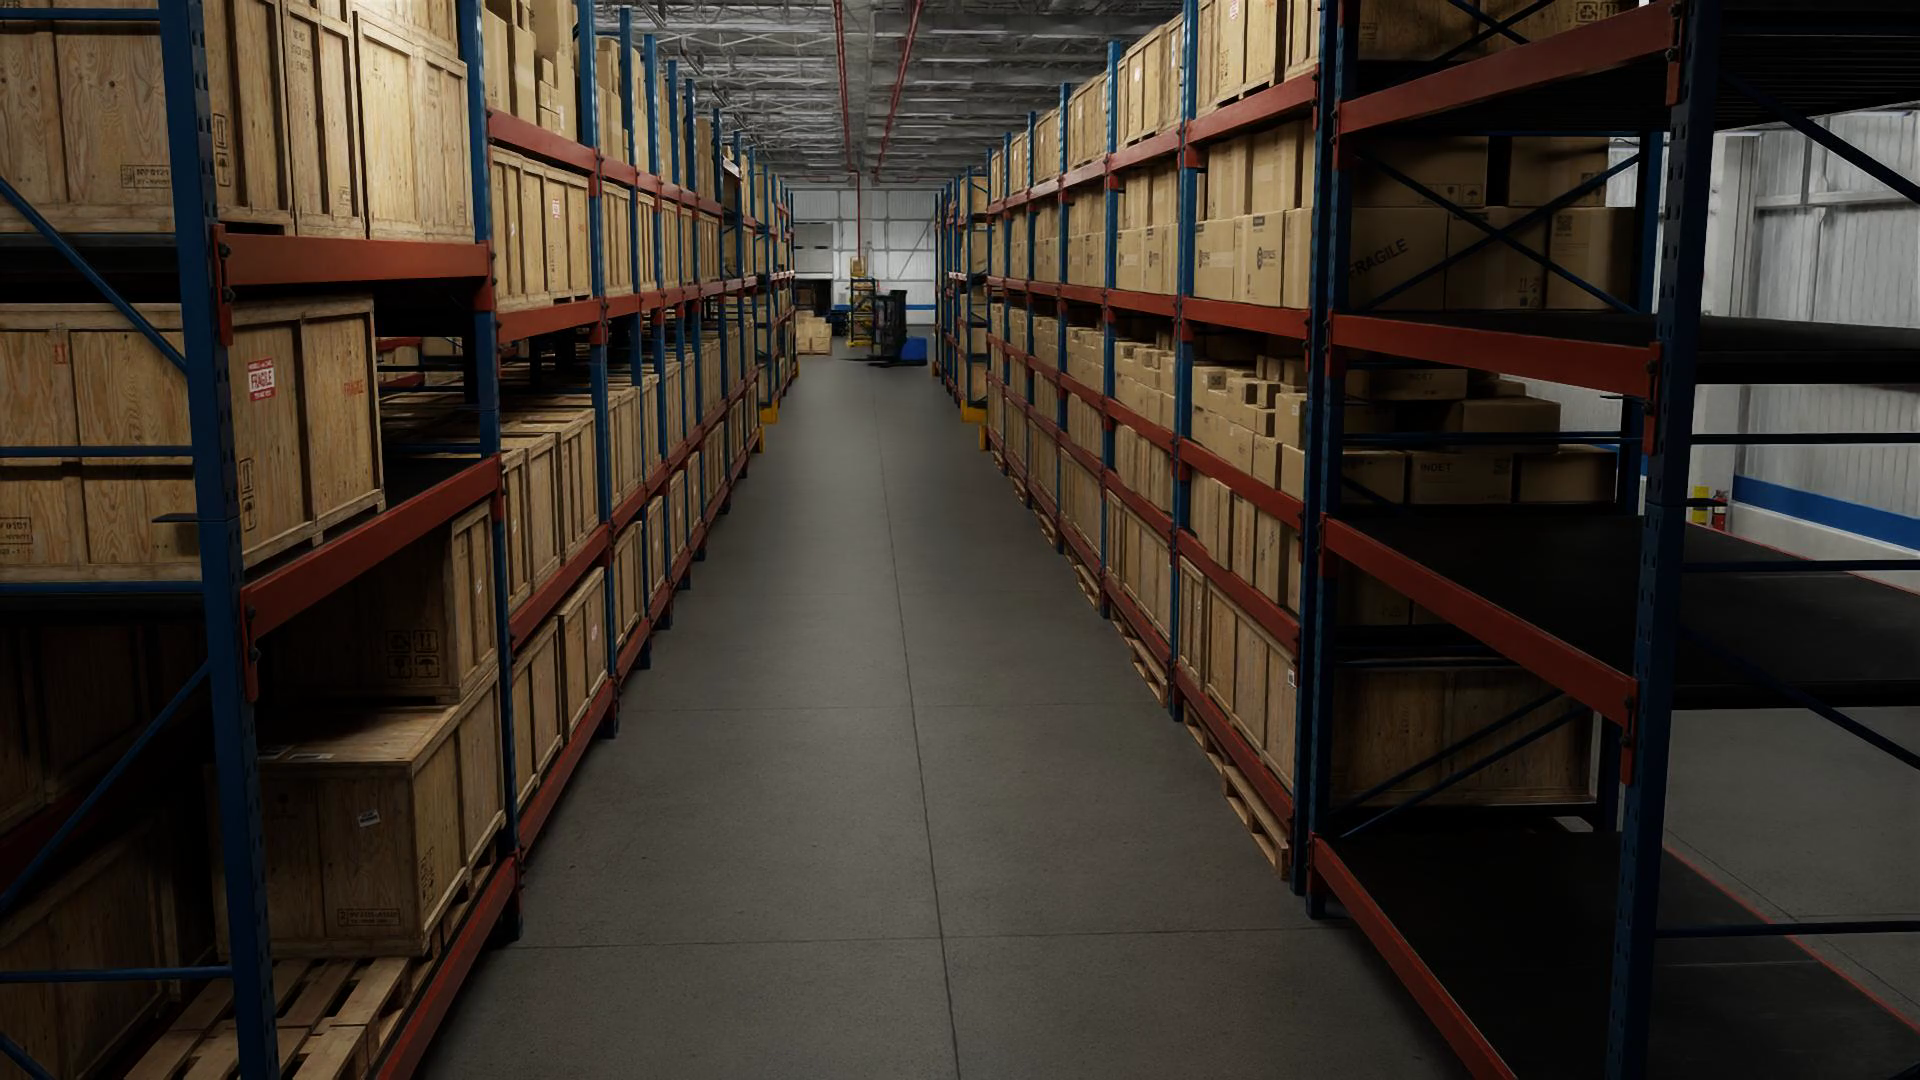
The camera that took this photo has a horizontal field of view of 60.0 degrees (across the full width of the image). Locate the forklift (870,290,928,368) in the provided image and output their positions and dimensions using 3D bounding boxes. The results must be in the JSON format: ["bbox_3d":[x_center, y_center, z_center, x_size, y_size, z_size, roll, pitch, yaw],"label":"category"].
[{"bbox_3d":[-2.209,-7.687,60.387,1.873,2.768,1.129,-4,10,-21],"label":"forklift"}]

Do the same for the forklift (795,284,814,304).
[{"bbox_3d":[-7.098,-10.340,76.232,1.129,2.768,1.873,-1,10,-4],"label":"forklift"}]

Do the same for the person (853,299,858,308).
[{"bbox_3d":[-5.632,-12.113,89.968,0.391,1.851,0.758,1,10,6],"label":"person"}]
